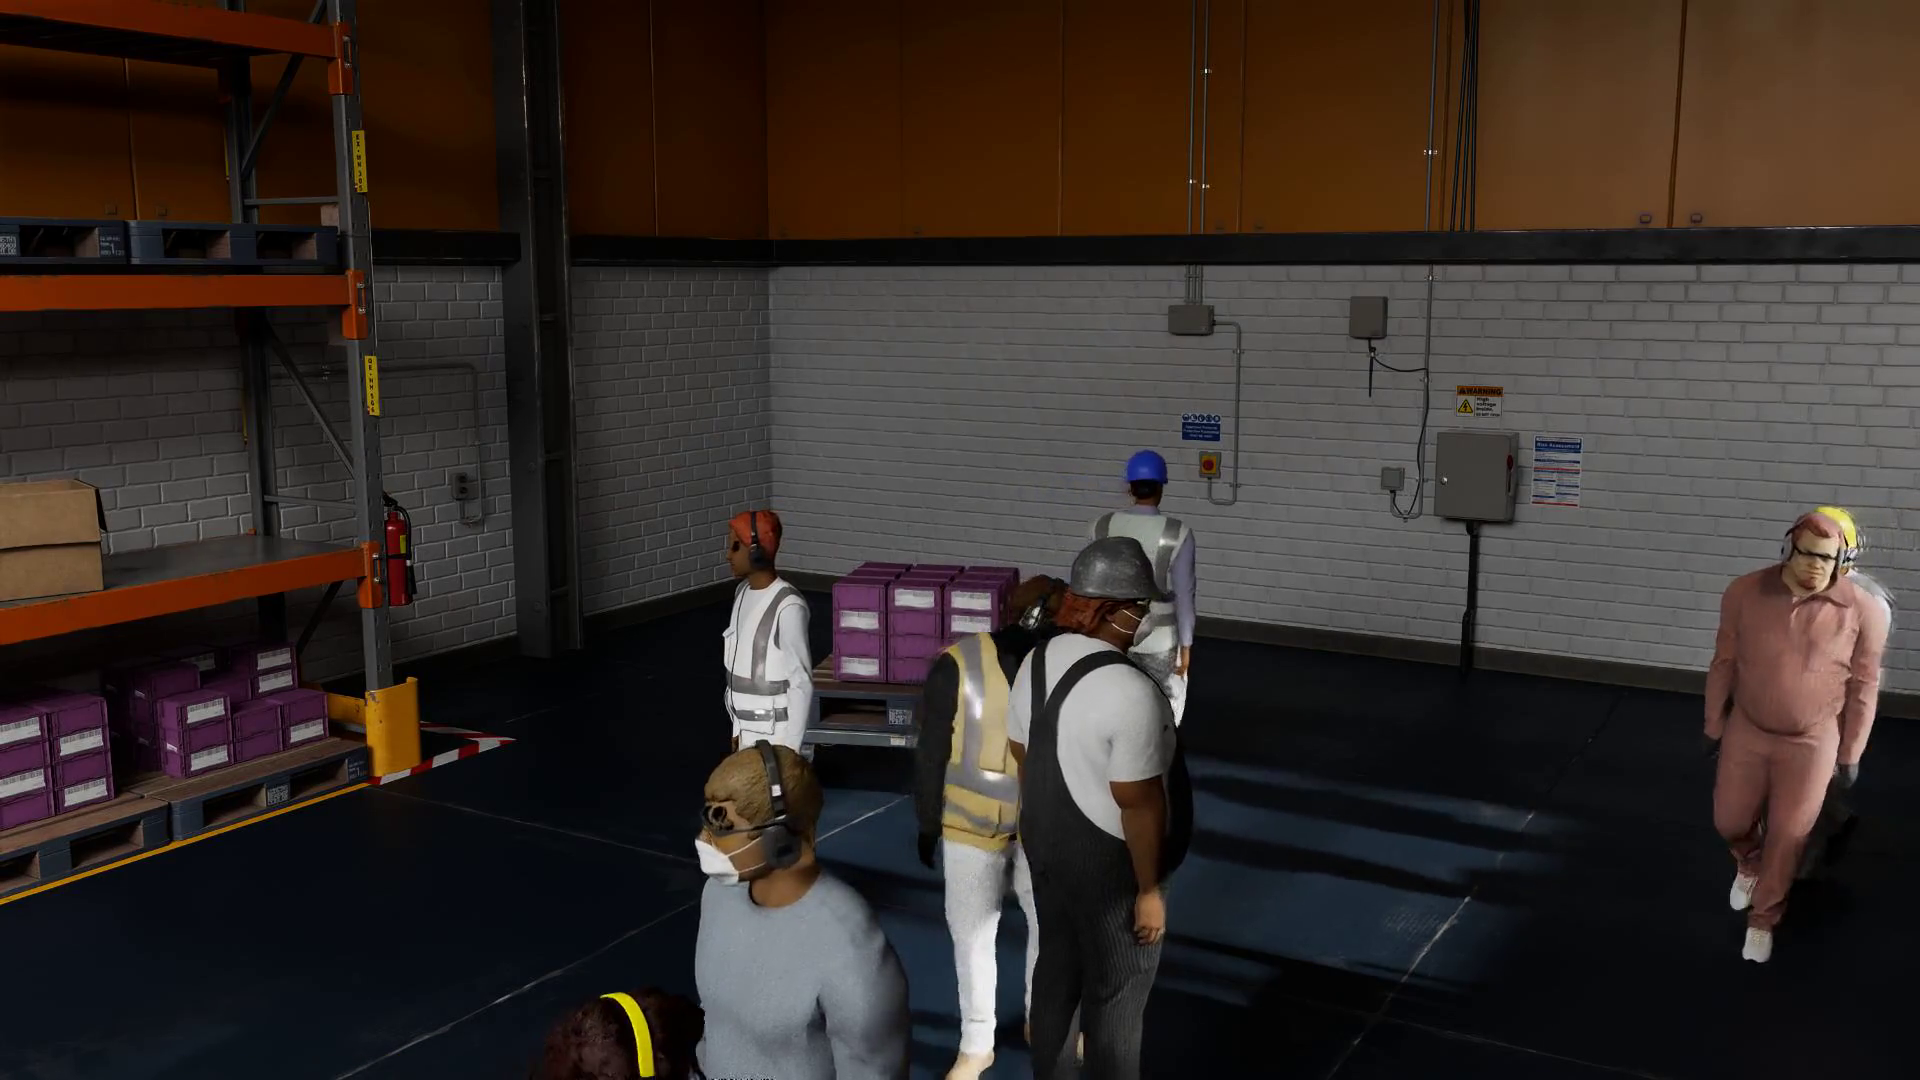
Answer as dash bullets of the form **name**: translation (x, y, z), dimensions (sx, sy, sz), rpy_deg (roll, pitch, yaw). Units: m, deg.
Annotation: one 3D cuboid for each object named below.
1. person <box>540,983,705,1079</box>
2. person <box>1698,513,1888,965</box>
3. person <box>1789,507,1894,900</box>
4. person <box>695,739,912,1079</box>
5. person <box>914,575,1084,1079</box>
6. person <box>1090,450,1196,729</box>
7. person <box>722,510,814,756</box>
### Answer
- **person**: translation (-0.606, 1.549, 2.420), dimensions (0.687, 1.861, 0.550), rpy_deg (-7, 11, -37)
- **person**: translation (3.445, 0.799, 6.917), dimensions (0.667, 1.880, 0.551), rpy_deg (6, 11, 35)
- **person**: translation (3.953, 0.736, 7.578), dimensions (0.572, 1.806, 0.601), rpy_deg (-3, 10, -17)
- **person**: translation (-0.341, 1.339, 3.383), dimensions (0.355, 1.936, 0.633), rpy_deg (-7, 12, -38)
- **person**: translation (0.180, 1.022, 5.821), dimensions (0.695, 1.812, 0.433), rpy_deg (-2, 9, -14)
- **person**: translation (0.965, 0.489, 8.760), dimensions (0.608, 1.921, 0.431), rpy_deg (4, 10, 25)
- **person**: translation (-0.801, 0.804, 6.895), dimensions (0.337, 1.881, 0.583), rpy_deg (-5, 10, -30)
